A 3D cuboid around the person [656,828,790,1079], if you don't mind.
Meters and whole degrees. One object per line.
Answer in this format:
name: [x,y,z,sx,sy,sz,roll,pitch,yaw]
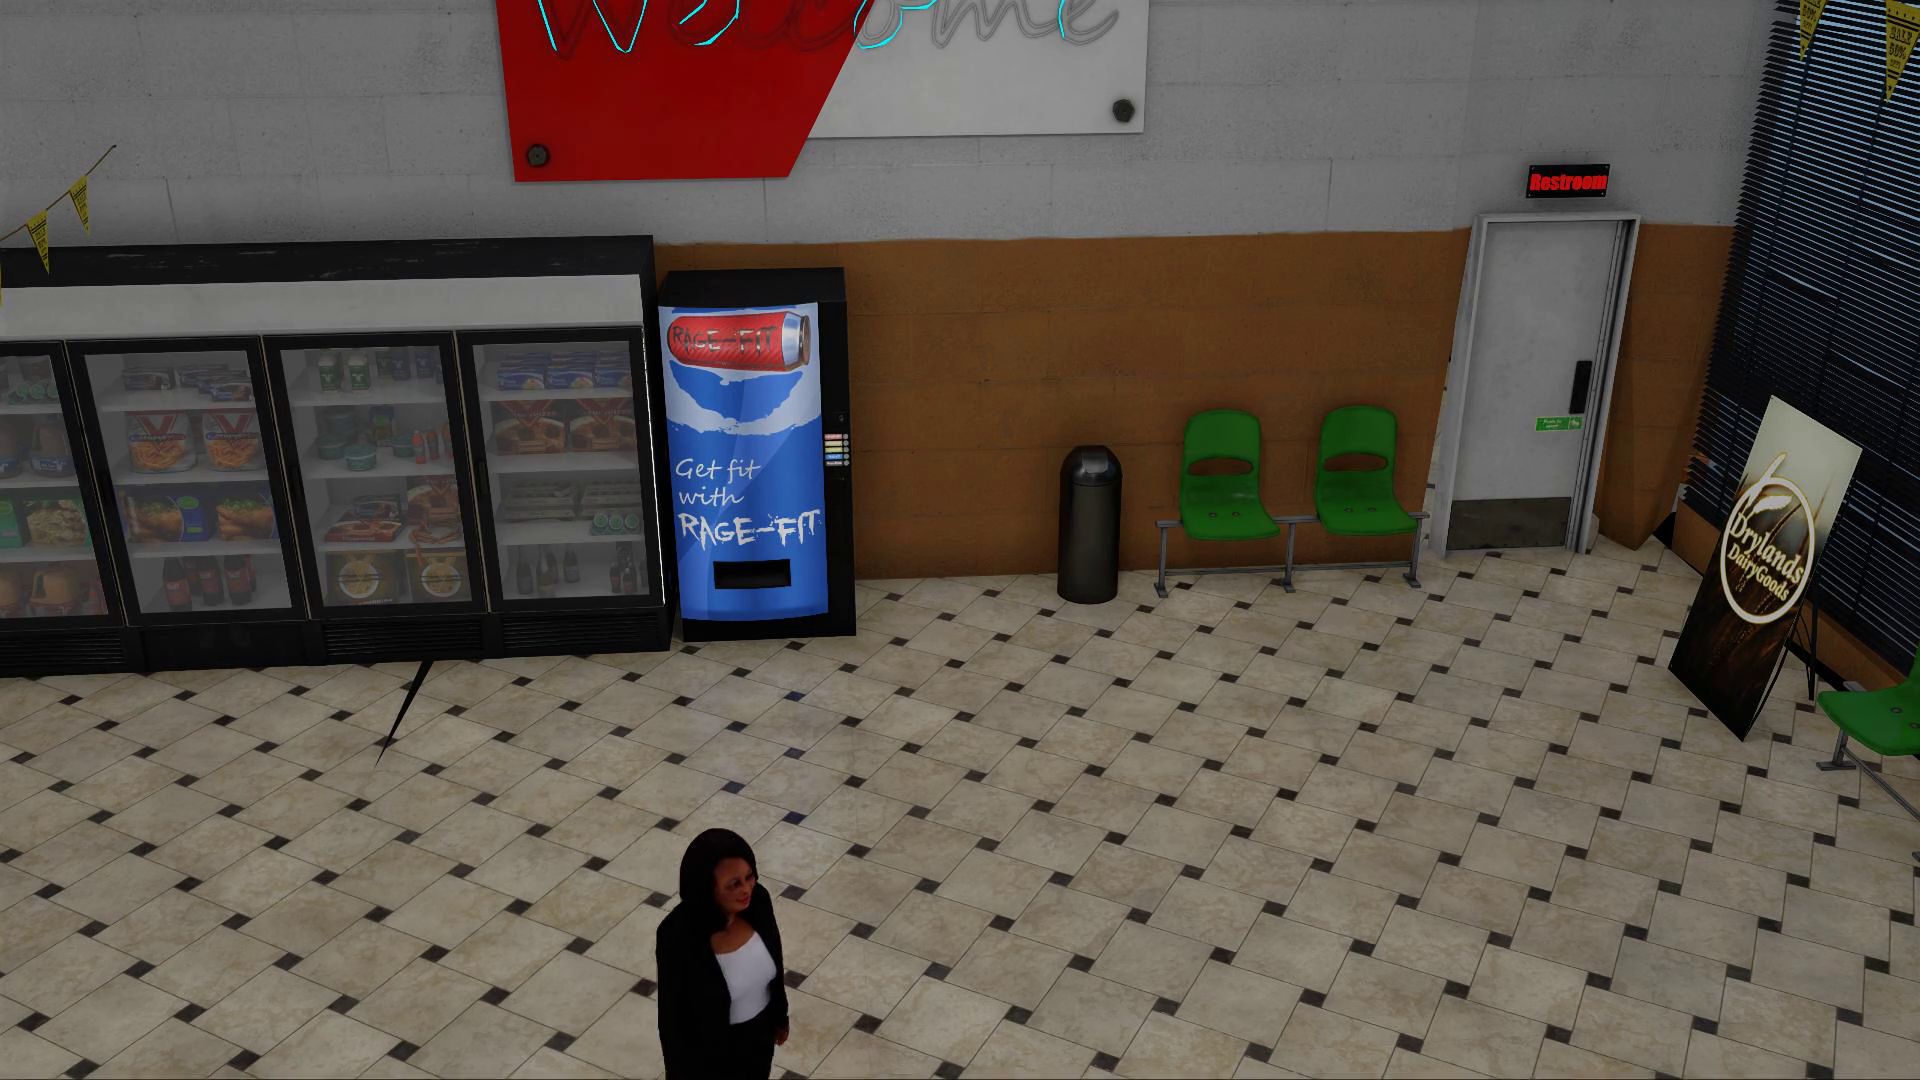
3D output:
person: [-0.864,1.653,5.655,0.886,1.601,0.827,14,27,30]
